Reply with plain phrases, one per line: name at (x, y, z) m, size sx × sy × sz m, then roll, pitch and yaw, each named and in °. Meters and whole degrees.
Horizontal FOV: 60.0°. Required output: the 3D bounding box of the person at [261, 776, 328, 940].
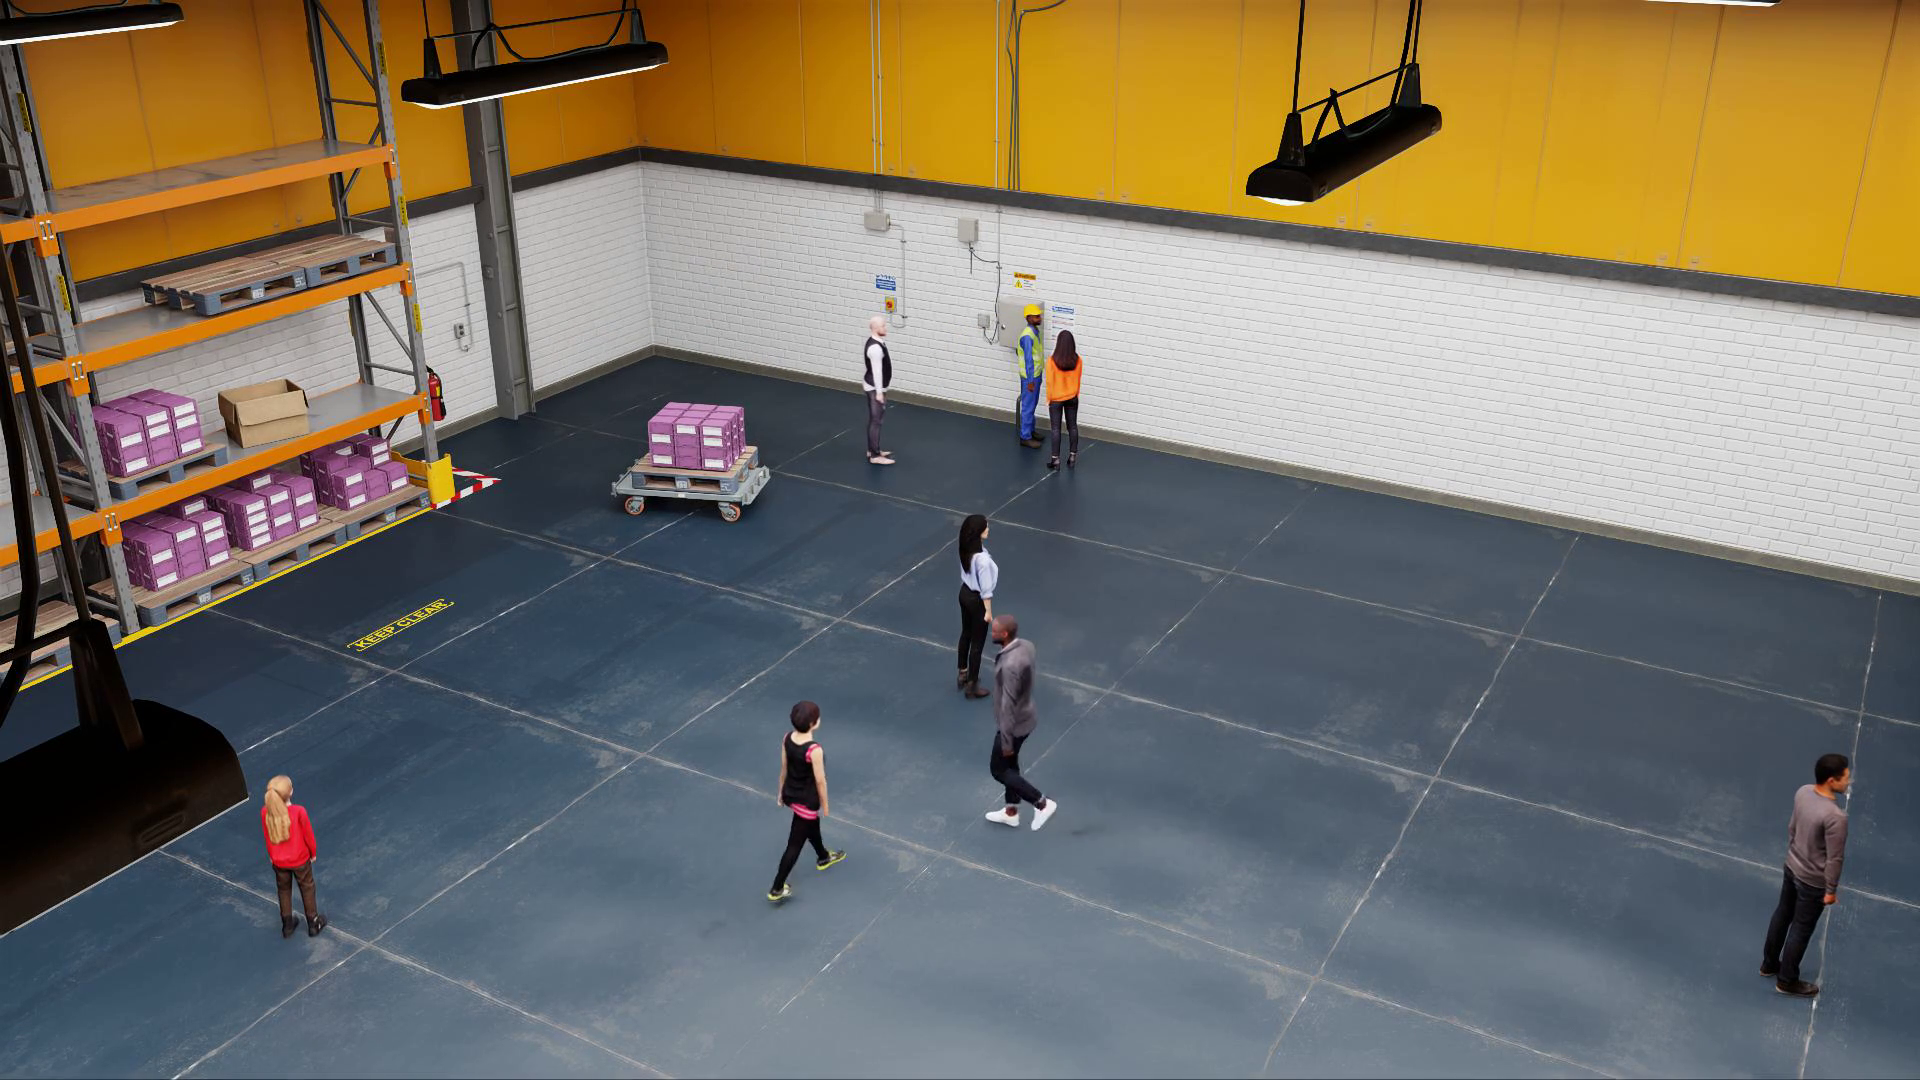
person at (-4.702, 2.222, 11.683) m, size 0.576 × 1.283 × 0.615 m, roll -1°, pitch 24°, yaw -1°

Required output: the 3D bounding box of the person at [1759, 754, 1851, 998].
person at (5.646, 2.214, 11.098) m, size 0.780 × 1.766 × 0.672 m, roll -9°, pitch 25°, yaw -20°

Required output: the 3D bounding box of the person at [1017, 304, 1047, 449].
person at (0.898, -2.080, 20.861) m, size 0.780 × 1.813 × 0.609 m, roll 6°, pitch 24°, yaw 14°

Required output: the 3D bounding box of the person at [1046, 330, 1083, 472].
person at (1.254, -1.696, 20.065) m, size 0.690 × 1.748 × 0.771 m, roll -9°, pitch 25°, yaw -19°

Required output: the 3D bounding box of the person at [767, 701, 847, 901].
person at (-1.202, 1.910, 12.108) m, size 1.074 × 1.513 × 0.780 m, roll -22°, pitch 32°, yaw -40°

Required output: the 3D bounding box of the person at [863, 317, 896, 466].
person at (-1.010, -1.834, 20.289) m, size 0.841 × 1.822 × 0.751 m, roll -3°, pitch 24°, yaw -7°

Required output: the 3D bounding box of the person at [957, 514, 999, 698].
person at (0.123, 0.574, 14.878) m, size 0.738 × 1.744 × 0.723 m, roll -12°, pitch 26°, yaw -25°

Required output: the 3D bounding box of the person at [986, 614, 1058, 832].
person at (0.502, 1.436, 12.846) m, size 0.955 × 1.791 × 0.871 m, roll 4°, pitch 24°, yaw 9°
